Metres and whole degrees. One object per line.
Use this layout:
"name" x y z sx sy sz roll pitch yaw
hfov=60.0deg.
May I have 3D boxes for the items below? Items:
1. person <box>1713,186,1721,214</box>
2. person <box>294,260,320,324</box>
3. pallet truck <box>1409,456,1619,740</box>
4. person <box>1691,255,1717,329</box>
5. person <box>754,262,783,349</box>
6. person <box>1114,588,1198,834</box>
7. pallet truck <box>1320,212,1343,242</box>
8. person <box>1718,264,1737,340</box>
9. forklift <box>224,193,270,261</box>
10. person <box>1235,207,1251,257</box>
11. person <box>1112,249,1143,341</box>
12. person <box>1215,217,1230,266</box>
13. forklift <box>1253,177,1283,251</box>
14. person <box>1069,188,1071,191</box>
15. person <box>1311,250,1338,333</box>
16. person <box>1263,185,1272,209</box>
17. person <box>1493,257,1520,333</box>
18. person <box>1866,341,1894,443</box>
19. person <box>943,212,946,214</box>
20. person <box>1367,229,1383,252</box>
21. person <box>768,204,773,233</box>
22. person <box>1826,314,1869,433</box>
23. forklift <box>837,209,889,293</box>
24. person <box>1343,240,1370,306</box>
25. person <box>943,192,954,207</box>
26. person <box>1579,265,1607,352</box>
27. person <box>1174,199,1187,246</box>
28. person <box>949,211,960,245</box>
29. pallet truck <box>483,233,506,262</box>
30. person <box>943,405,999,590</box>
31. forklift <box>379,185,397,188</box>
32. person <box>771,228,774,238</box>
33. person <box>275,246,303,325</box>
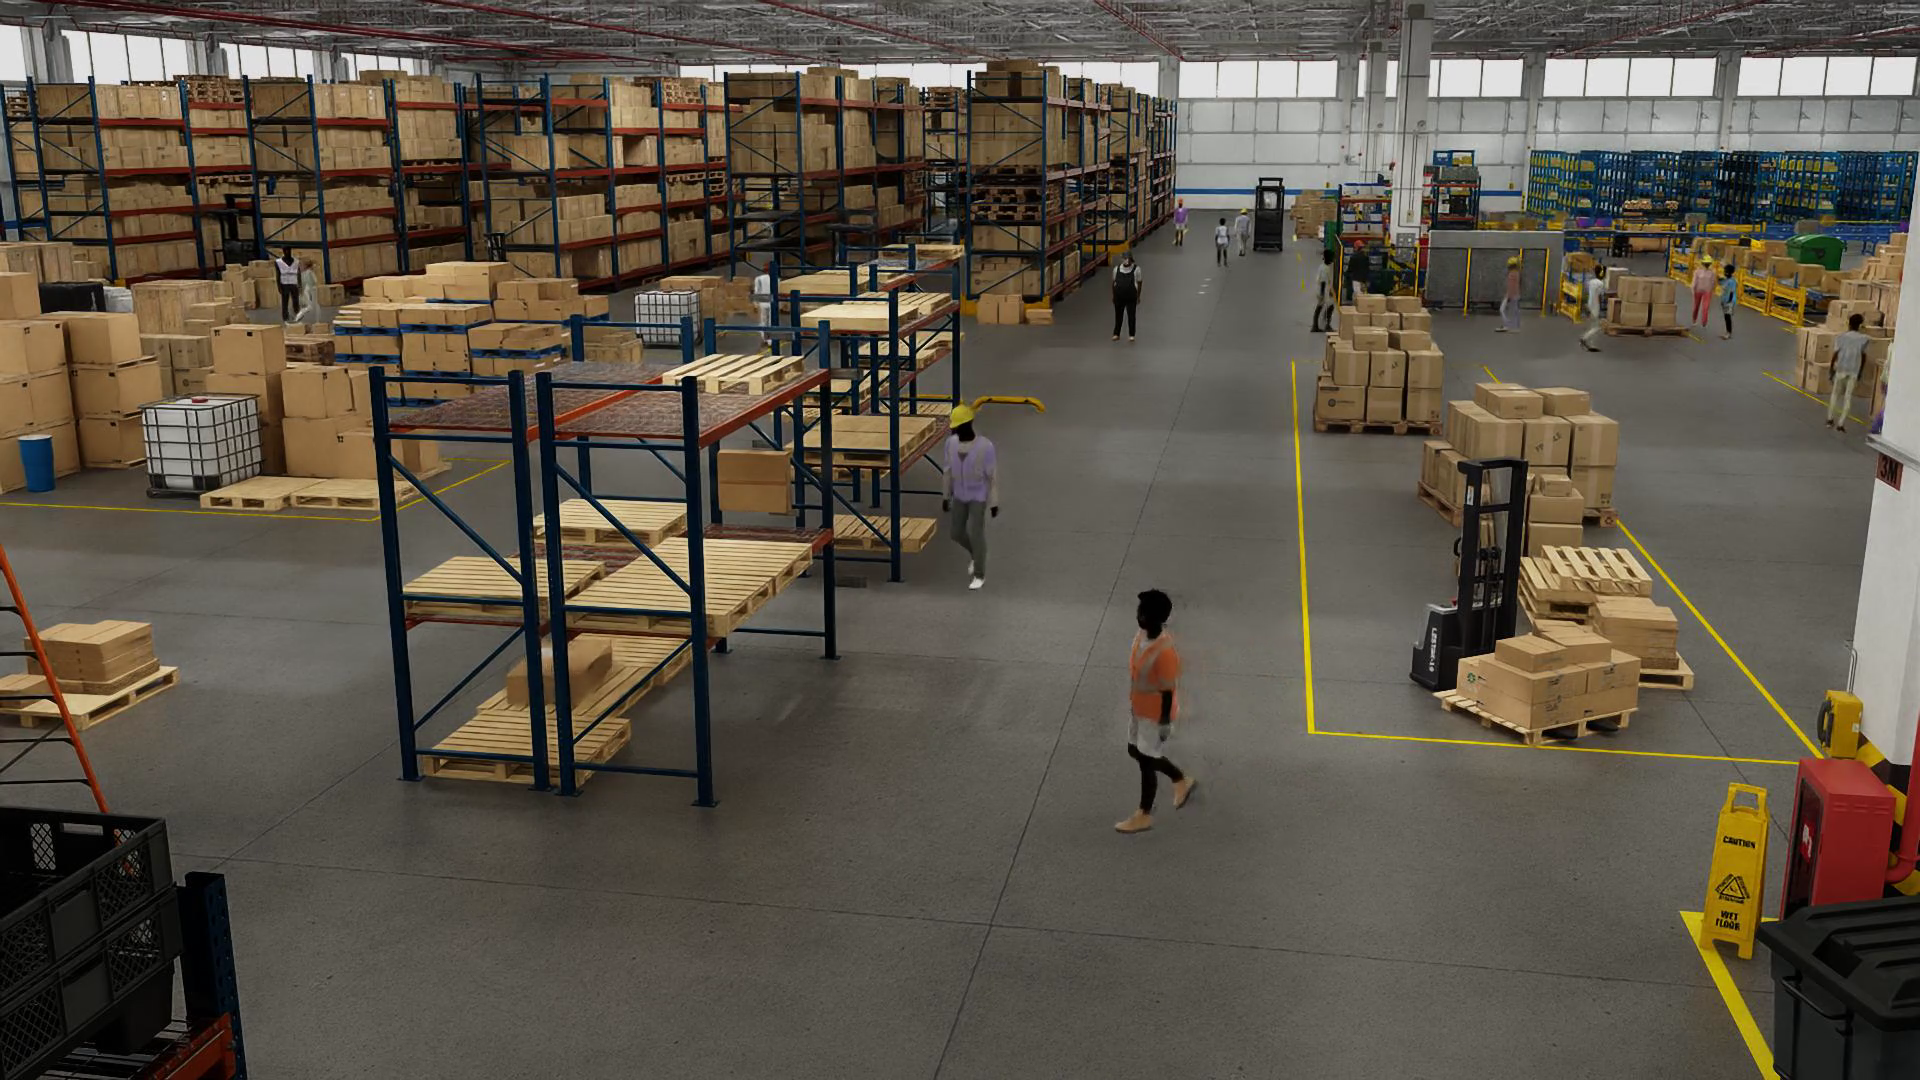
"person" 40.175 -18.000 88.496 0.928 1.799 0.580 0 14 1
"person" -15.485 -5.836 39.492 0.597 1.613 0.534 -1 14 -3
"pallet truck" 4.504 0.400 13.395 0.823 1.965 1.885 -6 15 -23
"person" 17.701 -5.926 39.617 0.526 1.740 0.770 4 15 18
"person" -4.103 -5.065 35.857 0.620 1.859 0.757 0 14 2
"person" 1.322 1.128 11.072 0.545 1.685 0.545 -3 14 -12
"pallet truck" 15.874 -13.227 70.310 0.680 1.201 1.601 10 17 35
"person" 17.271 -5.358 37.422 0.327 1.691 0.594 2 14 9
"forklift" -20.768 -8.674 48.419 1.129 2.768 1.873 3 14 10
"person" 10.535 -11.448 61.865 0.604 1.820 0.549 1 14 5
"person" 3.694 -5.451 37.061 0.674 2.000 0.535 5 15 19
"person" 9.044 -10.274 57.364 0.545 1.681 0.441 0 14 0
"forklift" 12.083 -12.747 64.956 1.129 2.768 1.873 3 14 10
"person" 5.433 -16.692 83.154 0.631 1.830 0.520 2 14 7
"person" 8.501 -5.734 38.435 0.746 1.934 0.609 0 14 0
"person" 15.735 -17.085 84.571 0.930 1.908 0.613 12 18 41
"person" 12.742 -5.692 38.650 0.681 1.741 0.540 12 18 40
"person" 14.112 -2.326 24.766 0.858 1.861 0.636 0 14 0
"person" -0.478 -19.023 93.080 0.871 1.598 0.536 3 14 13
"person" 14.207 -10.131 56.966 0.523 1.598 0.430 1 14 5
"person" -7.257 -12.184 64.852 0.464 1.815 0.616 2 14 6
"person" 13.878 -2.627 26.056 0.519 1.812 0.972 6 15 21
"forklift" -2.358 -6.307 38.809 1.129 2.768 1.873 3 14 10
"person" 9.978 -6.484 41.454 0.610 1.957 0.958 -9 17 -33
"person" -0.615 -17.970 88.147 0.545 1.924 0.547 0 14 1
"person" 13.399 -4.871 35.094 0.443 1.851 0.532 -1 14 -5
"person" 8.953 -12.901 67.633 0.564 1.885 0.988 3 14 11
"person" -0.222 -11.647 63.077 0.355 1.622 0.499 -11 18 -38
"pallet truck" -11.832 -7.026 43.548 1.885 1.965 0.823 8 16 28
"person" 0.124 -0.454 17.061 0.667 1.900 0.532 9 16 32
"forklift" -19.319 -10.516 55.899 1.129 2.768 1.873 3 14 10
"person" -6.997 -12.053 64.162 0.892 1.912 0.635 -11 18 -39
"person" -16.208 -6.155 40.200 0.594 1.910 0.384 -11 17 -37
